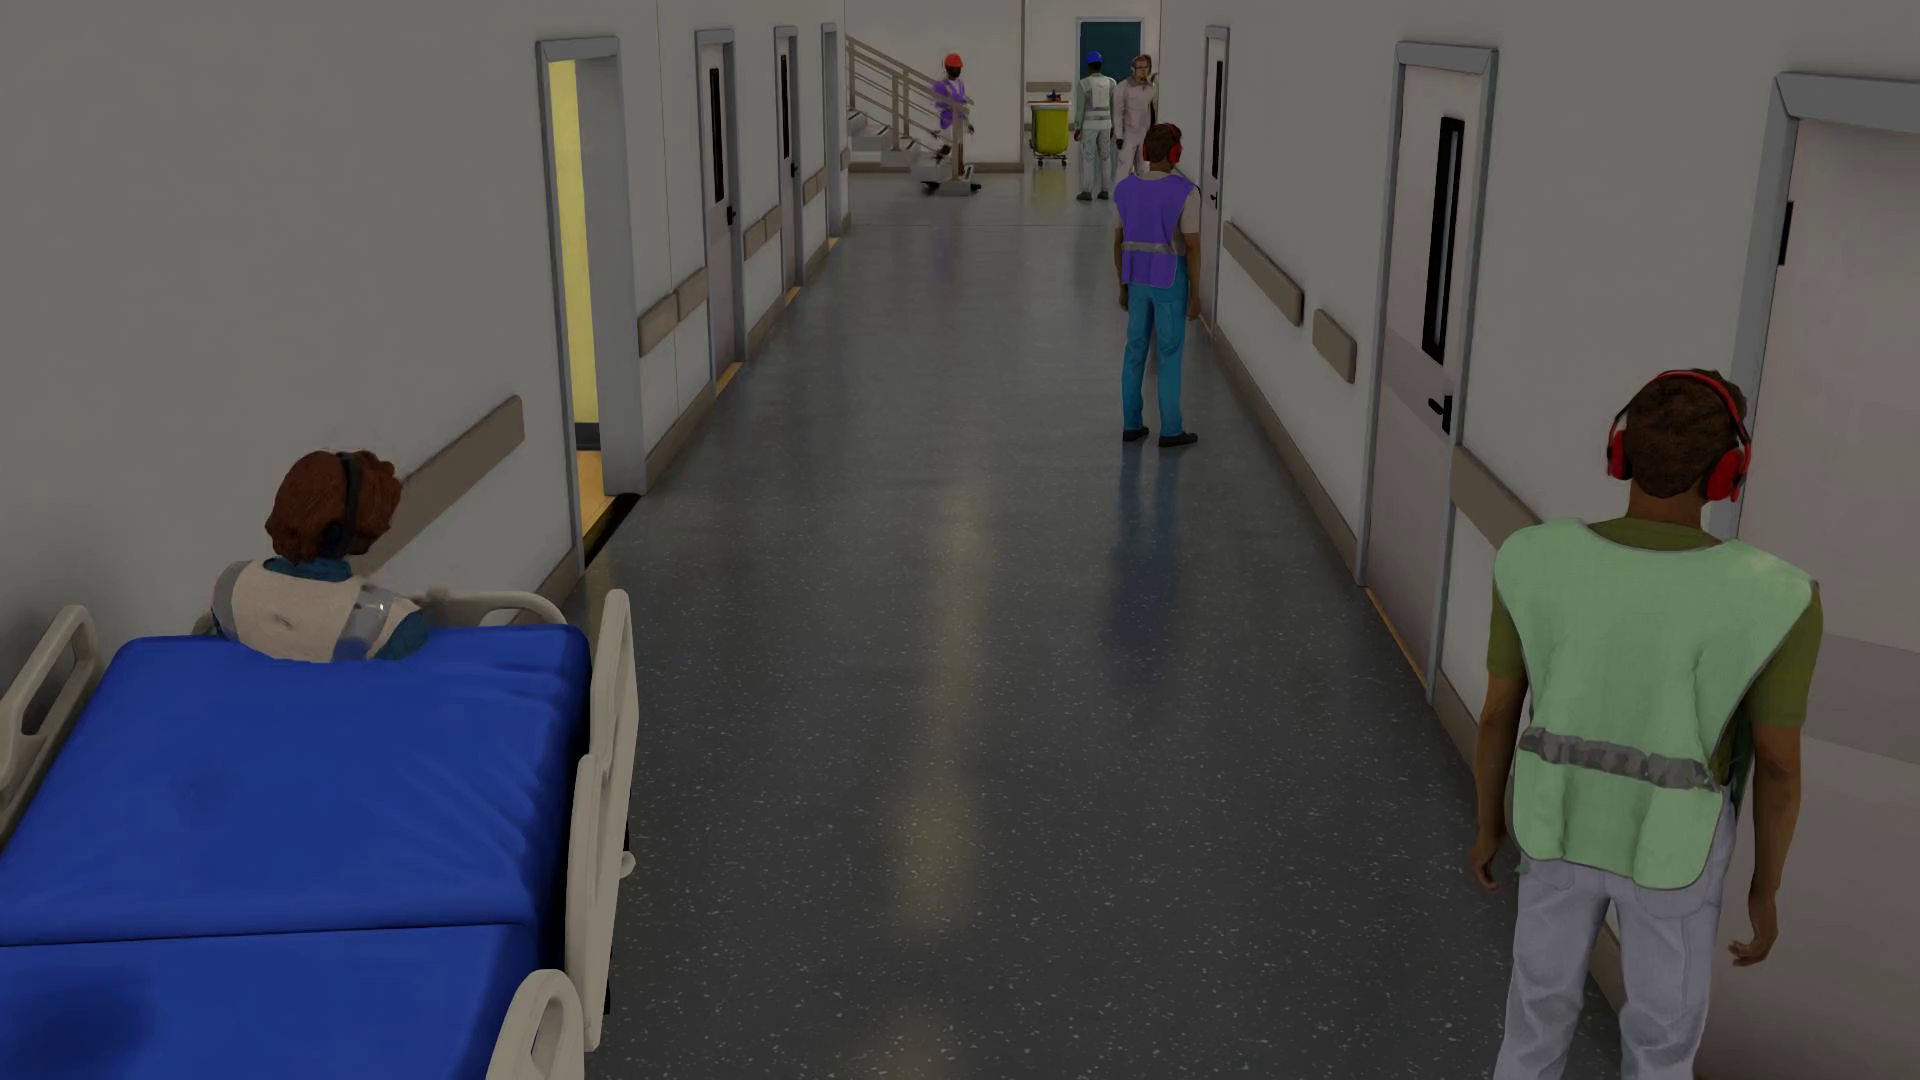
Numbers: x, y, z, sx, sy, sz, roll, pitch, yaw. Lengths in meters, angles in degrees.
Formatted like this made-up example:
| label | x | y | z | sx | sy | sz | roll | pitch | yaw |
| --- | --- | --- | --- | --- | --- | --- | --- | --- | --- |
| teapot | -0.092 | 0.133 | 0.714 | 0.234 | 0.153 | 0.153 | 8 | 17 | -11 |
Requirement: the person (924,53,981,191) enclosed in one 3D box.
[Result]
| label | x | y | z | sx | sy | sz | roll | pitch | yaw |
| --- | --- | --- | --- | --- | --- | --- | --- | --- | --- |
| person | -0.156 | -5.906 | 23.513 | 1.001 | 1.890 | 0.548 | 9 | 20 | 27 |

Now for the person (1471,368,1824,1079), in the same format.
| label | x | y | z | sx | sy | sz | roll | pitch | yaw |
| --- | --- | --- | --- | --- | --- | --- | --- | --- | --- |
| person | 1.247 | 0.595 | 3.143 | 0.570 | 1.843 | 0.372 | 11 | 21 | 31 |

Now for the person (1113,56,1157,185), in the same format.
| label | x | y | z | sx | sy | sz | roll | pitch | yaw |
| --- | --- | --- | --- | --- | --- | --- | --- | --- | --- |
| person | 2.226 | -5.079 | 20.873 | 0.636 | 1.911 | 0.404 | -10 | 20 | -28 |

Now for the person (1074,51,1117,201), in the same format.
| label | x | y | z | sx | sy | sz | roll | pitch | yaw |
| --- | --- | --- | --- | --- | --- | --- | --- | --- | --- |
| person | 1.795 | -5.510 | 22.176 | 0.603 | 1.938 | 0.402 | -8 | 19 | -23 |

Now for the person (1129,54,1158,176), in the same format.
| label | x | y | z | sx | sy | sz | roll | pitch | yaw |
| --- | --- | --- | --- | --- | --- | --- | --- | --- | --- |
| person | 2.894 | -6.552 | 25.637 | 0.527 | 1.825 | 0.705 | 11 | 21 | 31 |

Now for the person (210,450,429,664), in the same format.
| label | x | y | z | sx | sy | sz | roll | pitch | yaw |
| --- | --- | --- | --- | --- | --- | --- | --- | --- | --- |
| person | -1.303 | 0.572 | 3.596 | 0.524 | 1.619 | 0.481 | 5 | 18 | 14 |

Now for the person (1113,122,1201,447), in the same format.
| label | x | y | z | sx | sy | sz | roll | pitch | yaw |
| --- | --- | --- | --- | --- | --- | --- | --- | --- | --- |
| person | 1.128 | -1.453 | 9.578 | 0.564 | 1.848 | 0.390 | 13 | 22 | 35 |
